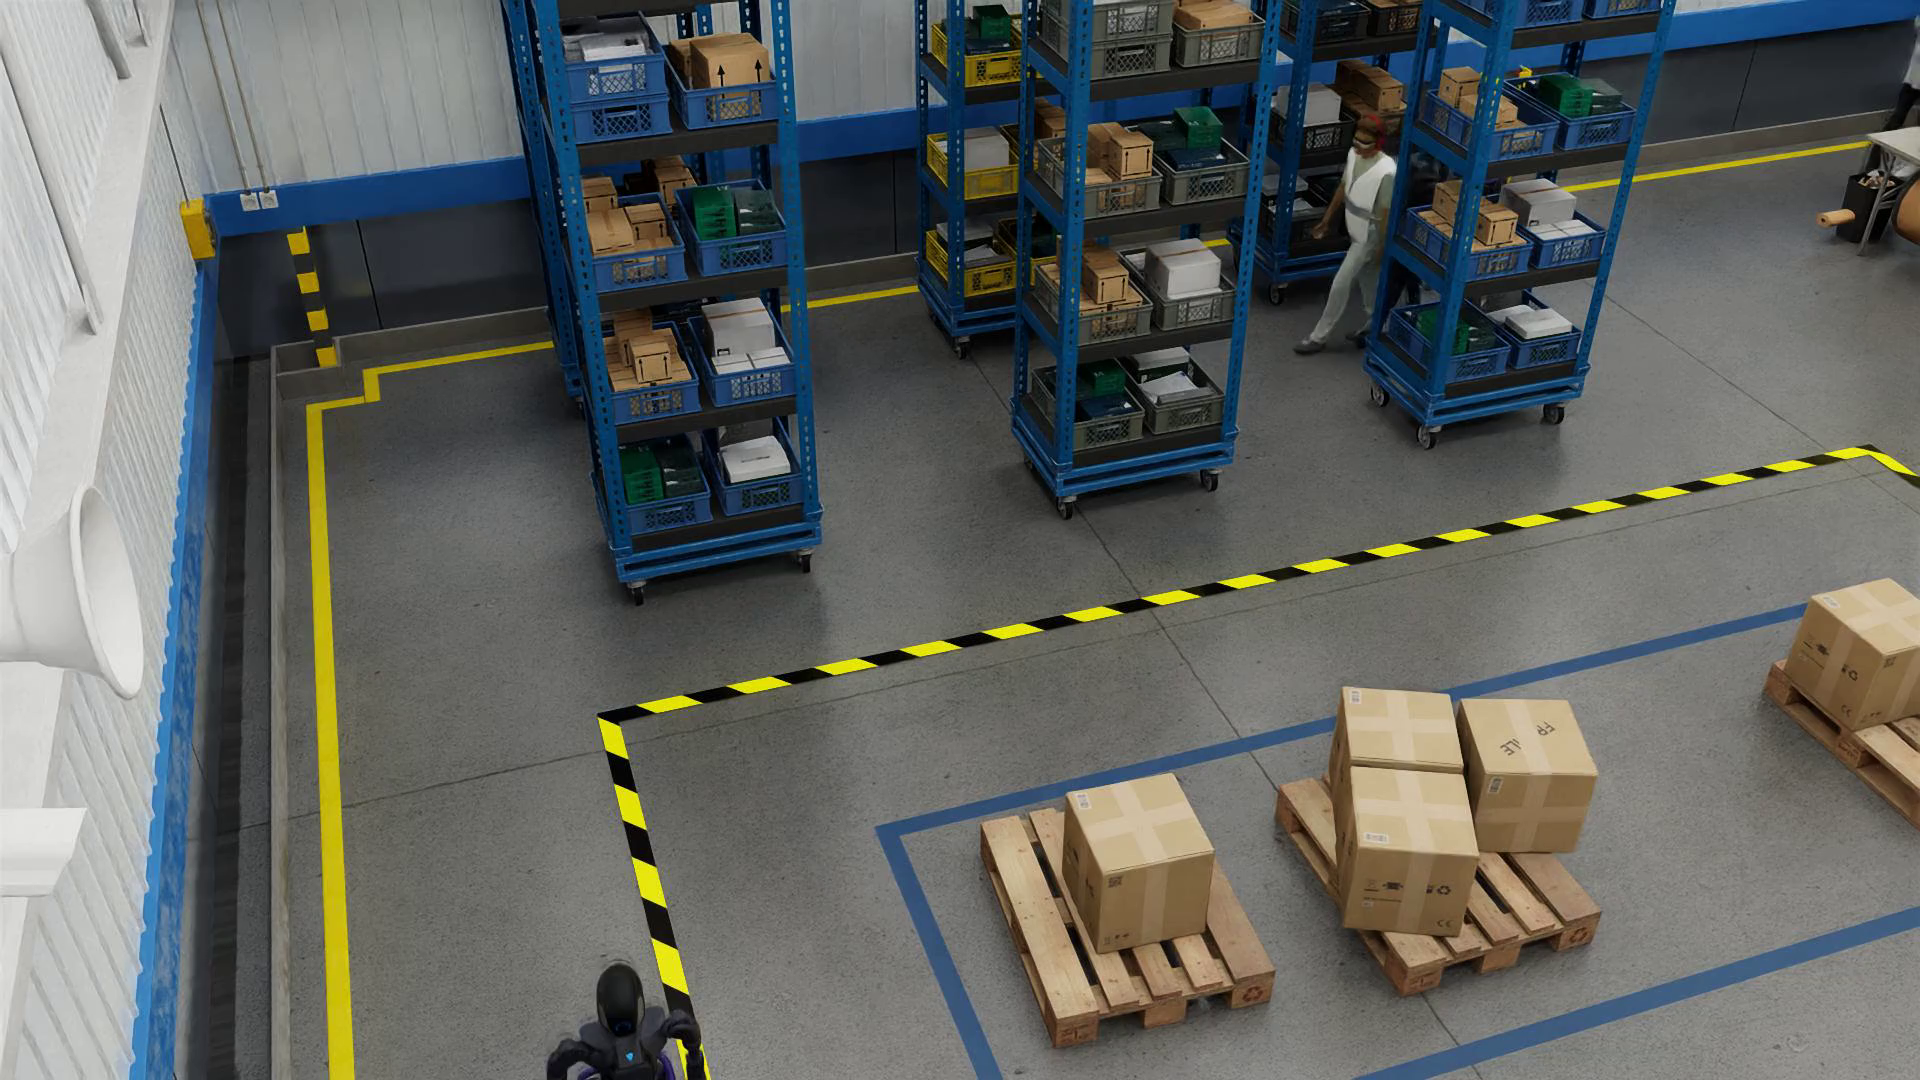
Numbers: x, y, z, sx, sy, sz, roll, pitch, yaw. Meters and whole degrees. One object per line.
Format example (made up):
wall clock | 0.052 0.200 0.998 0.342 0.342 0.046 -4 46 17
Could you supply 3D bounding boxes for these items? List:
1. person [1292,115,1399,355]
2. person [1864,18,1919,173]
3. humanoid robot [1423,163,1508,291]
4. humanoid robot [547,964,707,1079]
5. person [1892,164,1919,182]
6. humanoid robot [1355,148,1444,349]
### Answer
person | 2.799 -2.139 11.748 0.757 1.806 0.598 -4 35 -5
person | 8.307 -3.881 14.192 0.929 1.830 0.517 -8 36 -11
humanoid robot | 3.834 -2.572 12.477 0.342 1.655 0.590 -30 45 -35
humanoid robot | -1.179 2.063 5.914 0.605 1.646 0.374 -13 37 -18
person | 8.142 -3.451 13.600 0.932 1.831 0.513 28 44 33
humanoid robot | 3.255 -2.110 11.844 0.694 1.628 0.608 0 35 0
